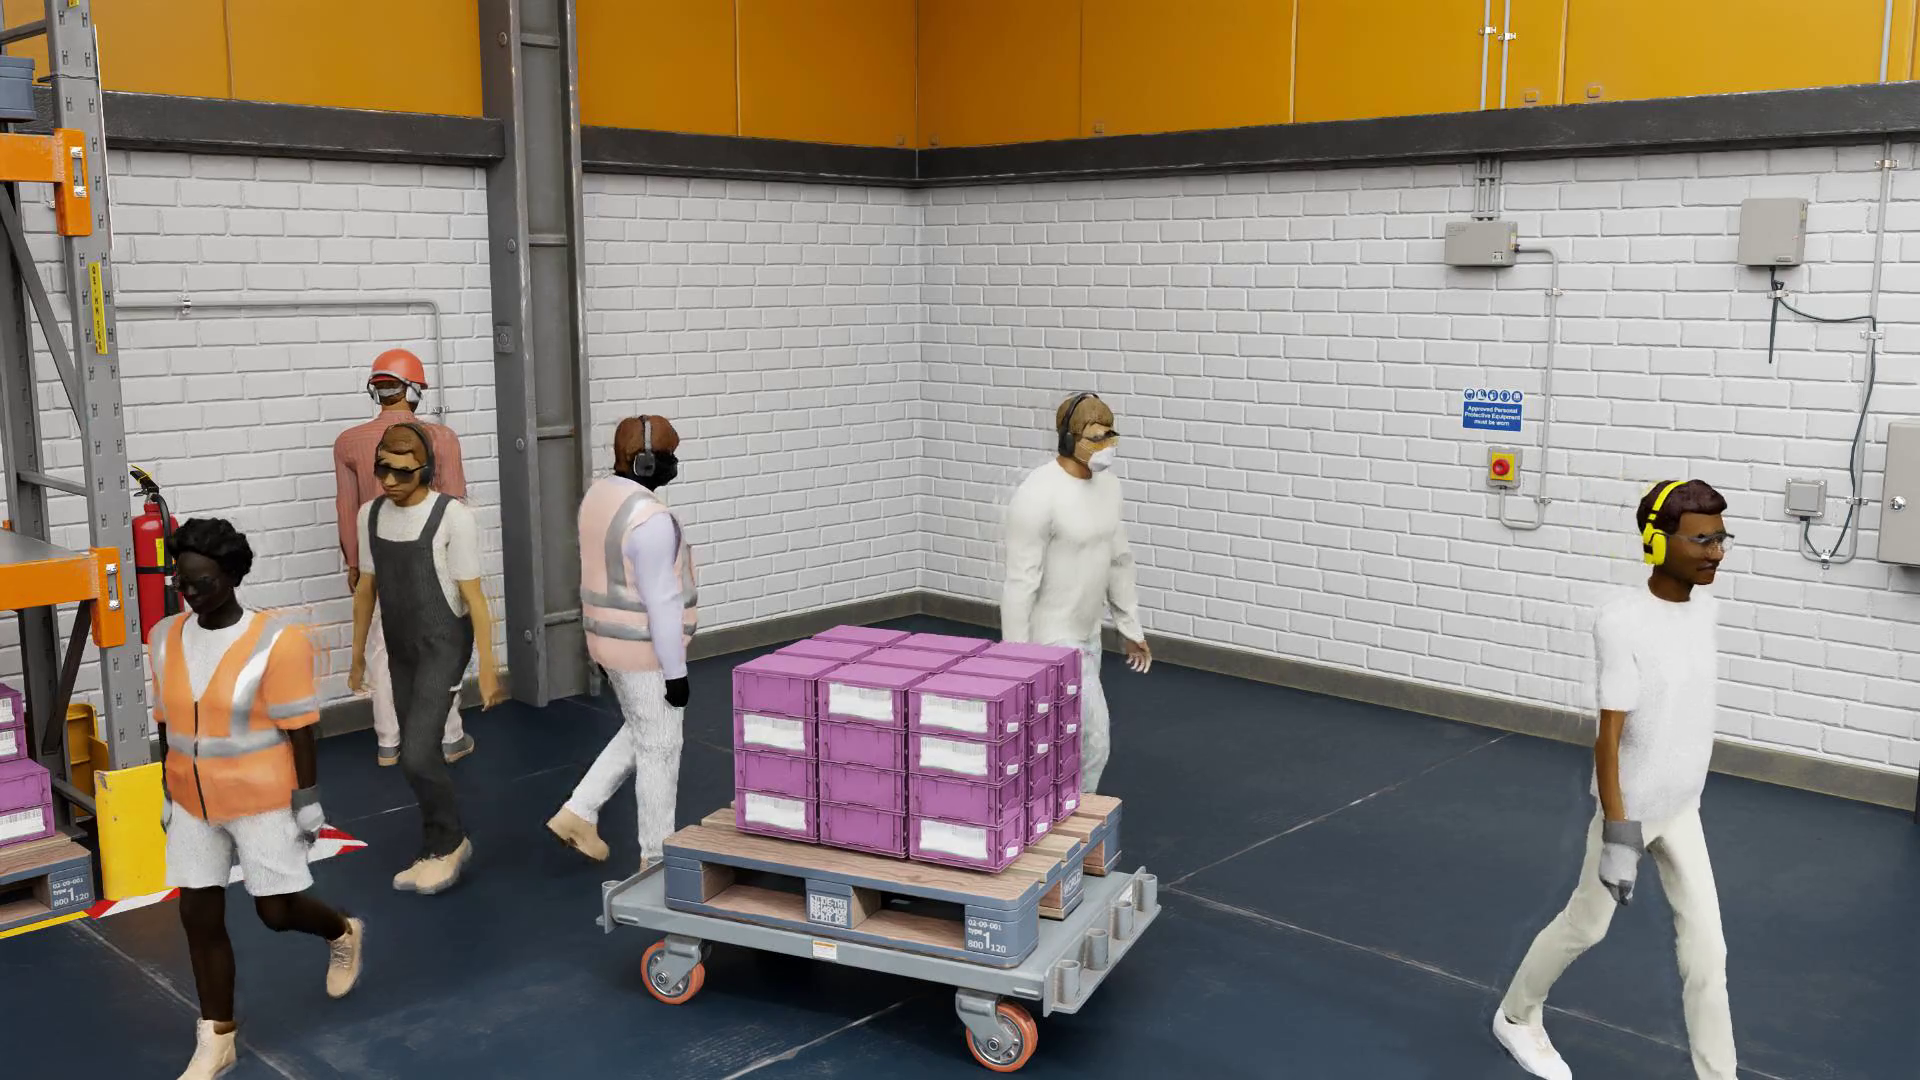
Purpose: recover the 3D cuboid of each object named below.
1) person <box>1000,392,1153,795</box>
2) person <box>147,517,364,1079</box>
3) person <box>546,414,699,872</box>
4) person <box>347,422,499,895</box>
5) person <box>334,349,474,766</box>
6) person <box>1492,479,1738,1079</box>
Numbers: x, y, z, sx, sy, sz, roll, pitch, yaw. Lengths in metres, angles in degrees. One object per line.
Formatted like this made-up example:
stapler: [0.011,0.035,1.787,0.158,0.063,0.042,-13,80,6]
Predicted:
person: [0.466,0.399,6.266,0.722,1.902,0.651,5,11,29]
person: [-2.094,0.736,4.932,0.533,1.672,0.661,2,10,13]
person: [-1.241,0.433,6.333,0.503,1.826,0.641,-6,11,-33]
person: [-2.007,0.455,6.212,0.632,1.812,0.457,5,10,26]
person: [-2.634,0.089,7.938,0.609,1.986,0.391,-1,9,-6]
person: [1.863,0.727,4.550,0.531,1.826,0.998,-5,11,-28]
